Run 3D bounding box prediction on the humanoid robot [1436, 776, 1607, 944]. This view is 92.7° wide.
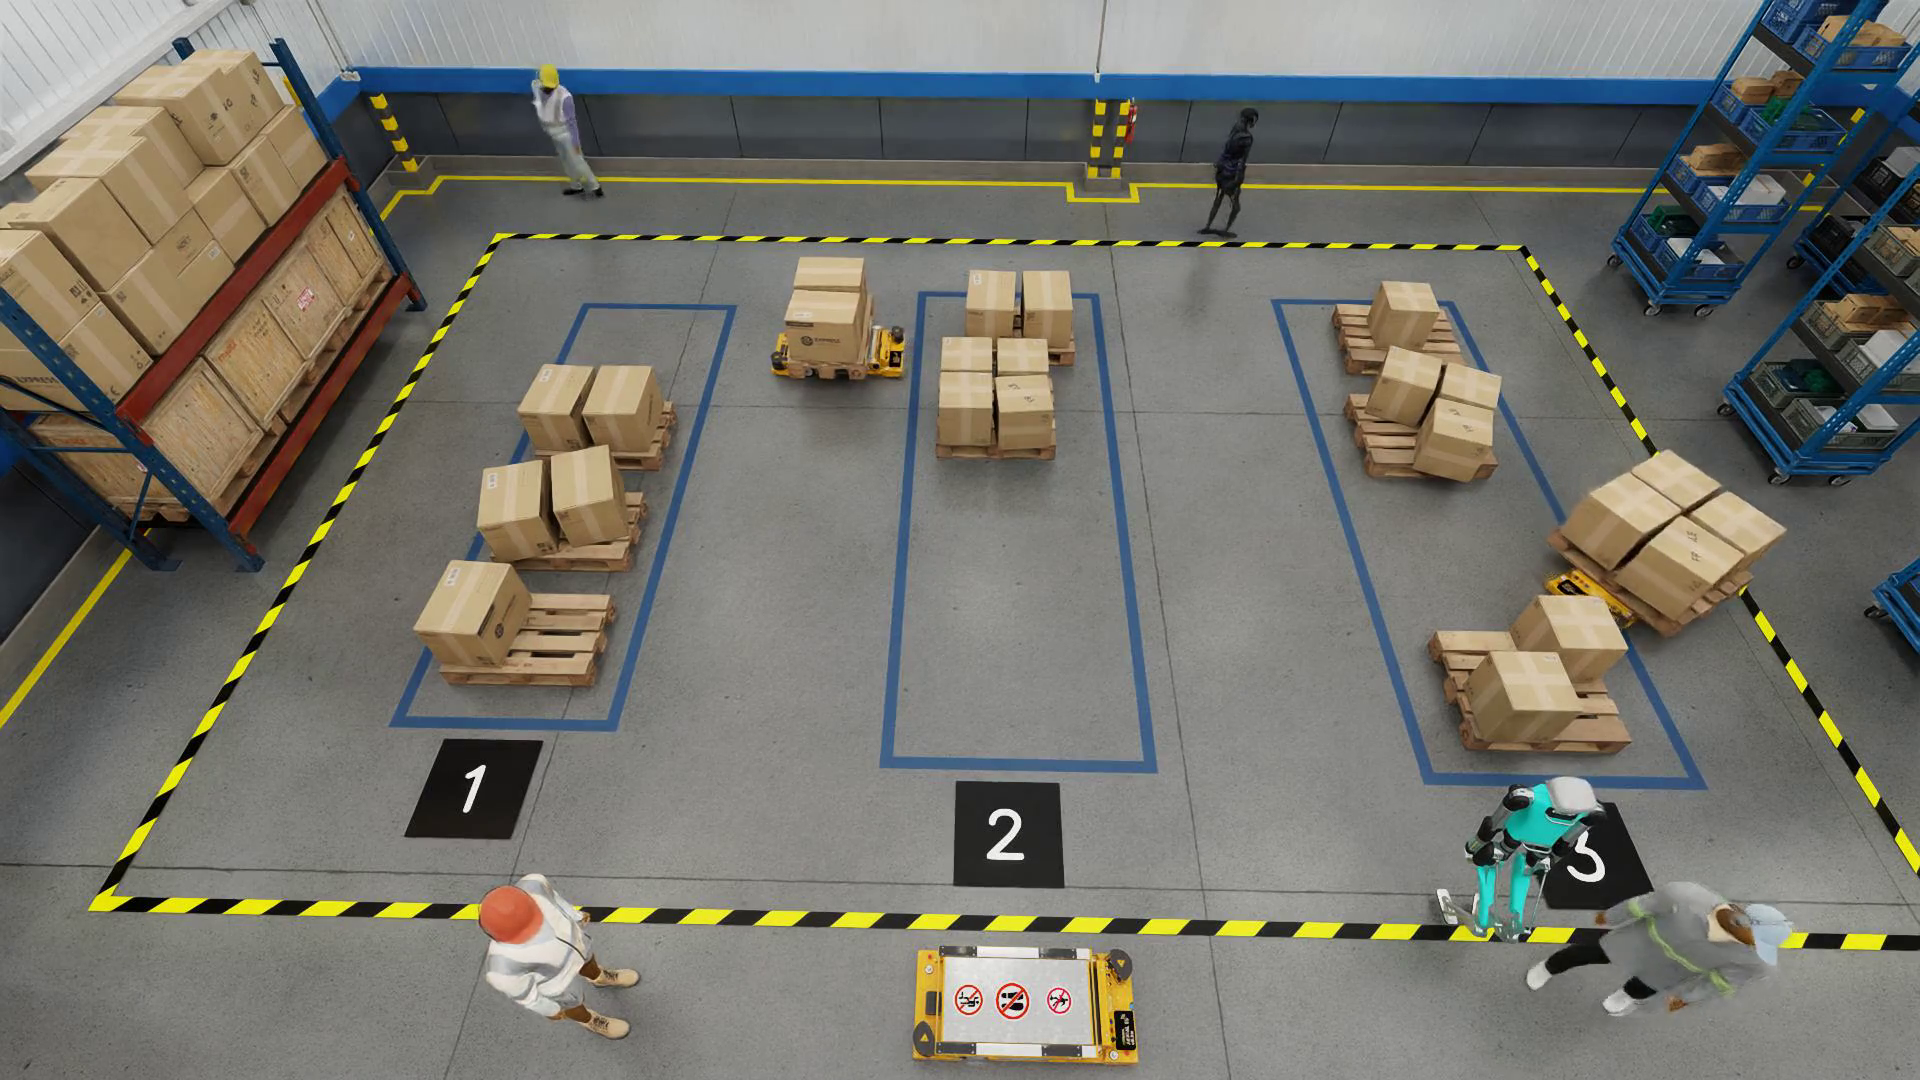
[{"bbox_3d":[3.474,2.124,5.723,0.533,1.673,0.735,10,52,8],"label":"humanoid robot"}]

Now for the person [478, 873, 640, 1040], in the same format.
[{"bbox_3d":[-2.316,2.444,5.351,0.373,2.039,0.614,0,51,0],"label":"person"}]

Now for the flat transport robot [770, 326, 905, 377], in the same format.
[{"bbox_3d":[-1.349,-2.113,10.191,1.431,0.197,0.652,1,51,1],"label":"flat transport robot"}]

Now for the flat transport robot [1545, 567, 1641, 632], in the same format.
[{"bbox_3d":[6.032,0.306,8.218,1.431,0.197,0.652,-25,55,-19],"label":"flat transport robot"}]

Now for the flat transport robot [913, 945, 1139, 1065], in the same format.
[{"bbox_3d":[0.422,3.041,6.007,1.431,0.231,0.659,1,51,1],"label":"flat transport robot"}]

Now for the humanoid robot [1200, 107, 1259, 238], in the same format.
[{"bbox_3d":[3.354,-4.496,11.249,0.523,1.642,0.612,-7,51,-6],"label":"humanoid robot"}]

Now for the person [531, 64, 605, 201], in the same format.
[{"bbox_3d":[-5.110,-5.224,11.777,0.670,1.777,0.406,26,55,19],"label":"person"}]

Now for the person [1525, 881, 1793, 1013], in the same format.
[{"bbox_3d":[4.191,2.449,5.497,0.537,1.807,0.641,-30,57,-22],"label":"person"}]
